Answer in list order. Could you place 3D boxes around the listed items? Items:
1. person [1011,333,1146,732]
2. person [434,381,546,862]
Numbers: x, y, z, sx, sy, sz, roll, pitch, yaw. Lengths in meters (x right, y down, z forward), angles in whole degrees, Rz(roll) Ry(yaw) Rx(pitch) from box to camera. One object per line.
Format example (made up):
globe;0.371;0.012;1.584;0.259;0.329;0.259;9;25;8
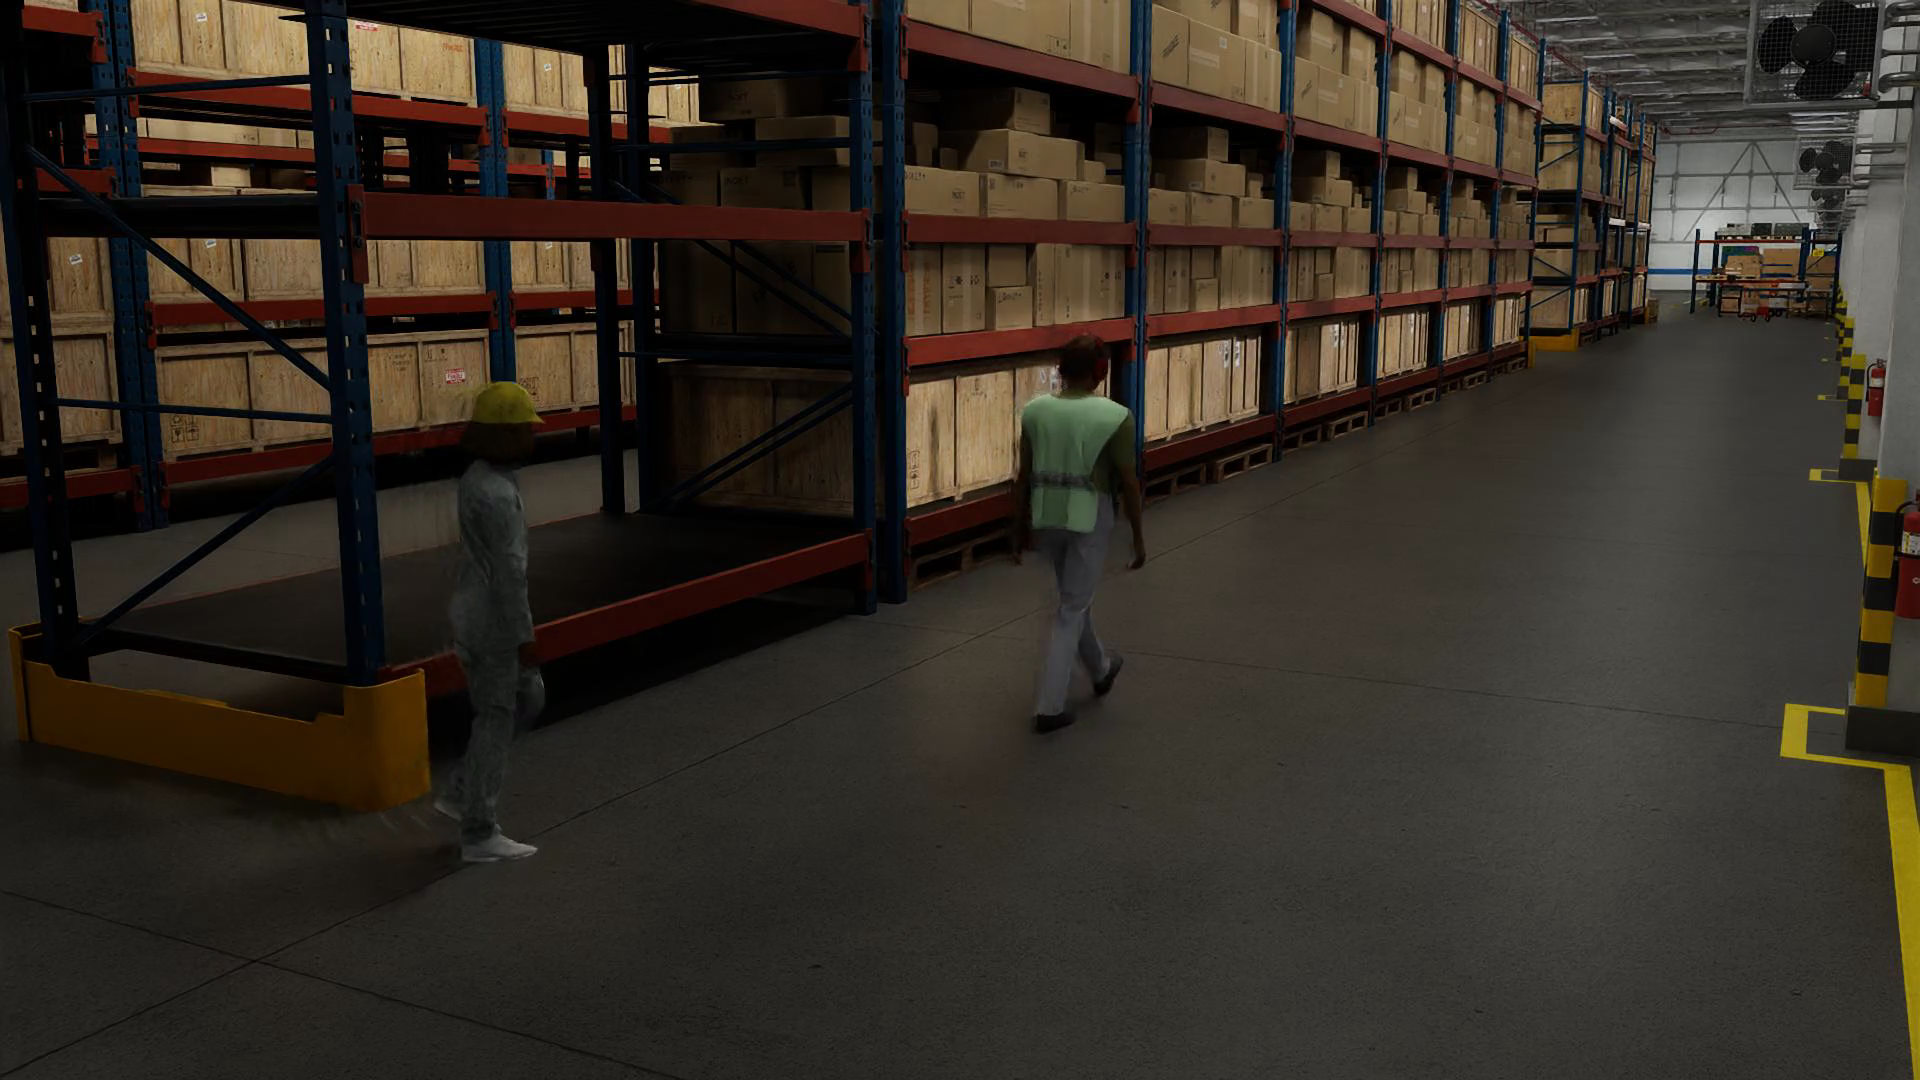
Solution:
person;0.595;-0.058;7.787;0.595;1.795;0.968;7;12;34
person;-1.663;0.298;5.963;0.411;1.731;0.480;-3;10;-19
